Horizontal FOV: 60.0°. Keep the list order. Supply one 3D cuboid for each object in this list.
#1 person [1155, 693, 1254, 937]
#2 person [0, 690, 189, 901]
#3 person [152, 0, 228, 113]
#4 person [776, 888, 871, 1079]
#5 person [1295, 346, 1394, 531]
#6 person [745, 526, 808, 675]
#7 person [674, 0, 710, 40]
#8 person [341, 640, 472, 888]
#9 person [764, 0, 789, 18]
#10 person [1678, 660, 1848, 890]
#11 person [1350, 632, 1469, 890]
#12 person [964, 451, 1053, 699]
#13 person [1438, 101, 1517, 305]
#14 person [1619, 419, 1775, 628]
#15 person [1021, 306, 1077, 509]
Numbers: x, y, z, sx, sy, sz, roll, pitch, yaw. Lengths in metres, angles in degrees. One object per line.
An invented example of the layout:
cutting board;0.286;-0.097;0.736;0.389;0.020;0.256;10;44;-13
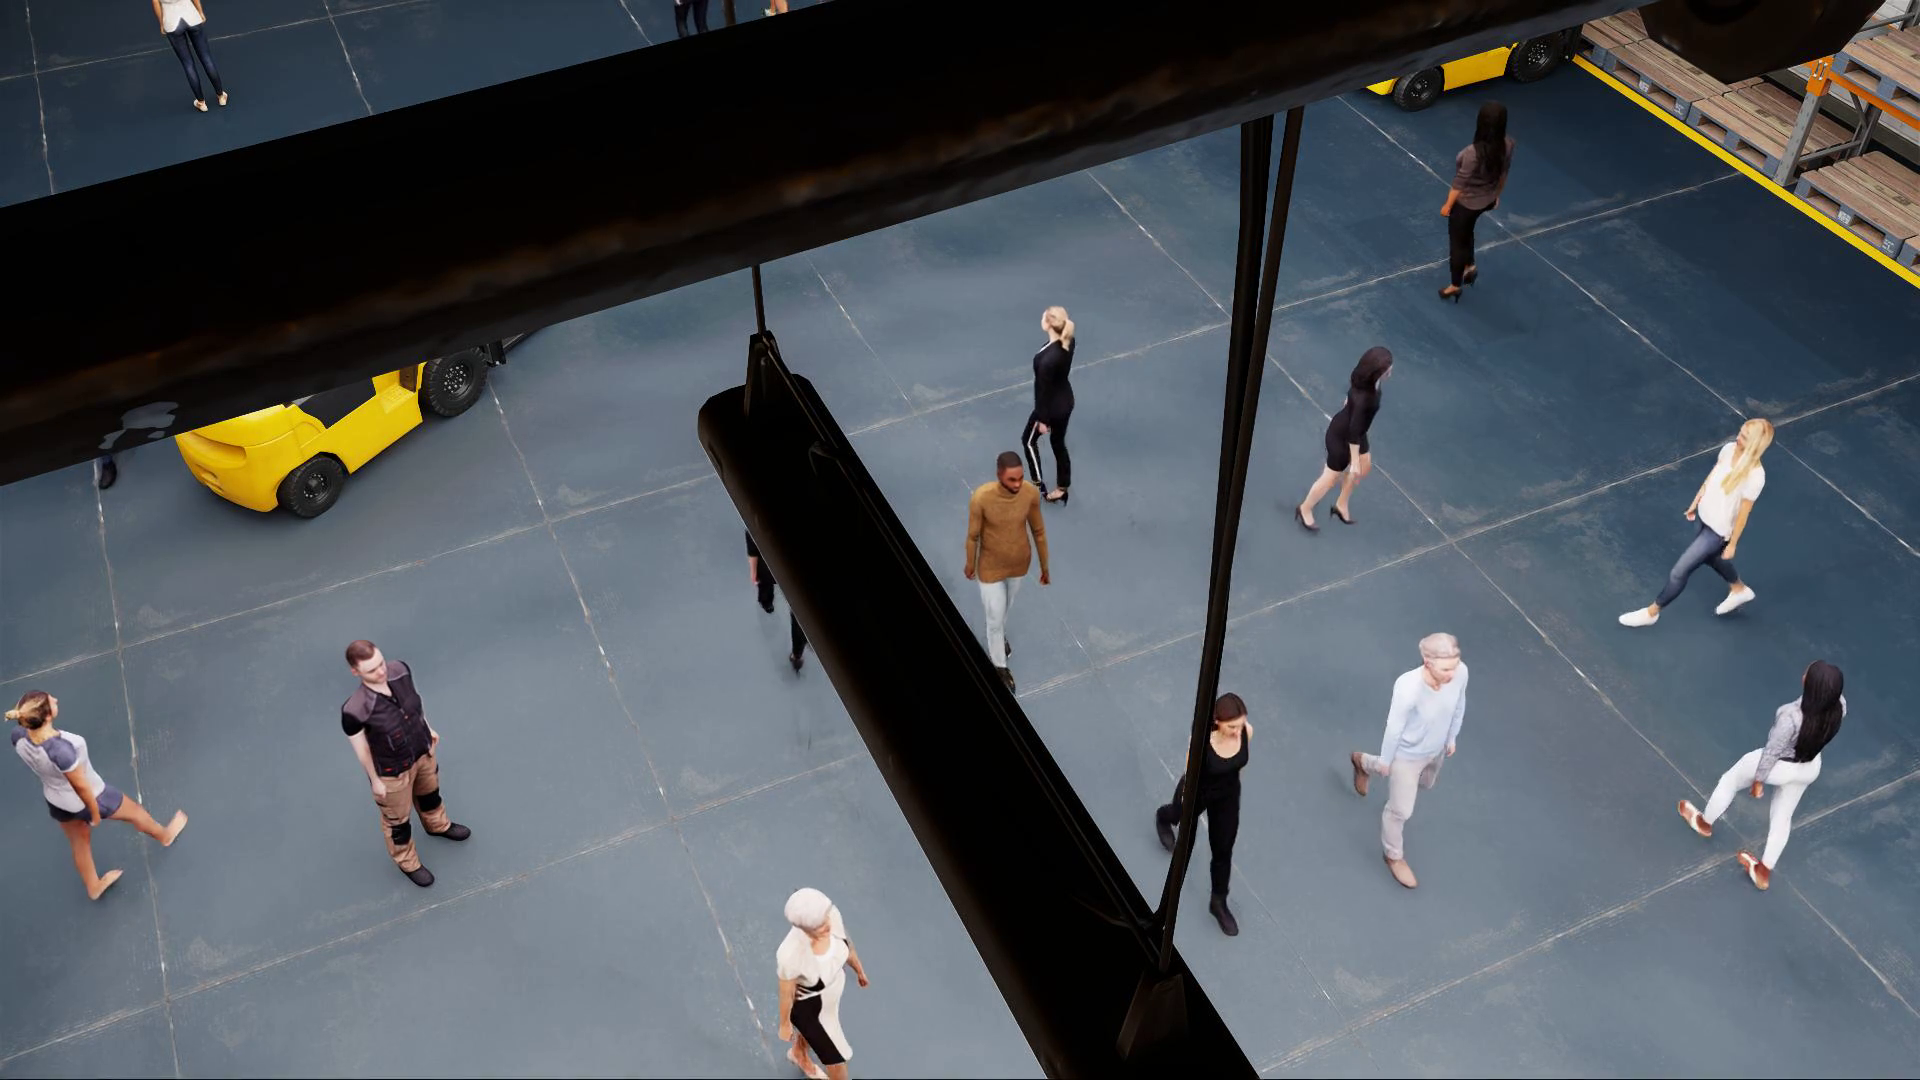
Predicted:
person;1.369;1.416;9.527;0.631;1.647;1.158;-16;46;-16
person;-5.083;1.503;9.472;0.898;1.597;0.971;12;45;13
person;-7.565;-5.035;16.199;0.611;1.785;0.565;-24;49;-23
person;-0.815;2.302;8.536;1.020;1.733;0.932;20;47;20
person;2.659;-0.711;11.678;0.849;1.761;0.786;11;45;11
person;-1.136;0.227;10.795;0.686;1.620;1.062;-13;45;-14
person;-2.636;-5.457;16.706;0.619;1.697;0.637;-26;50;-25
person;-3.247;1.227;9.585;0.813;1.841;0.773;18;46;18
person;-1.896;-6.043;17.269;0.710;1.768;0.946;-29;51;-27
person;4.764;1.386;9.521;0.742;1.699;0.964;-7;44;-8
person;2.582;1.146;9.646;0.682;1.874;1.092;-20;47;-20
person;0.260;0.086;10.818;0.722;1.793;0.973;-13;45;-13
person;4.305;-2.735;13.752;0.704;1.830;0.710;-27;50;-25
person;5.082;-0.082;11.008;0.981;1.775;1.178;-1;44;-1
person;0.749;-0.908;11.941;0.790;1.683;0.750;23;48;22
